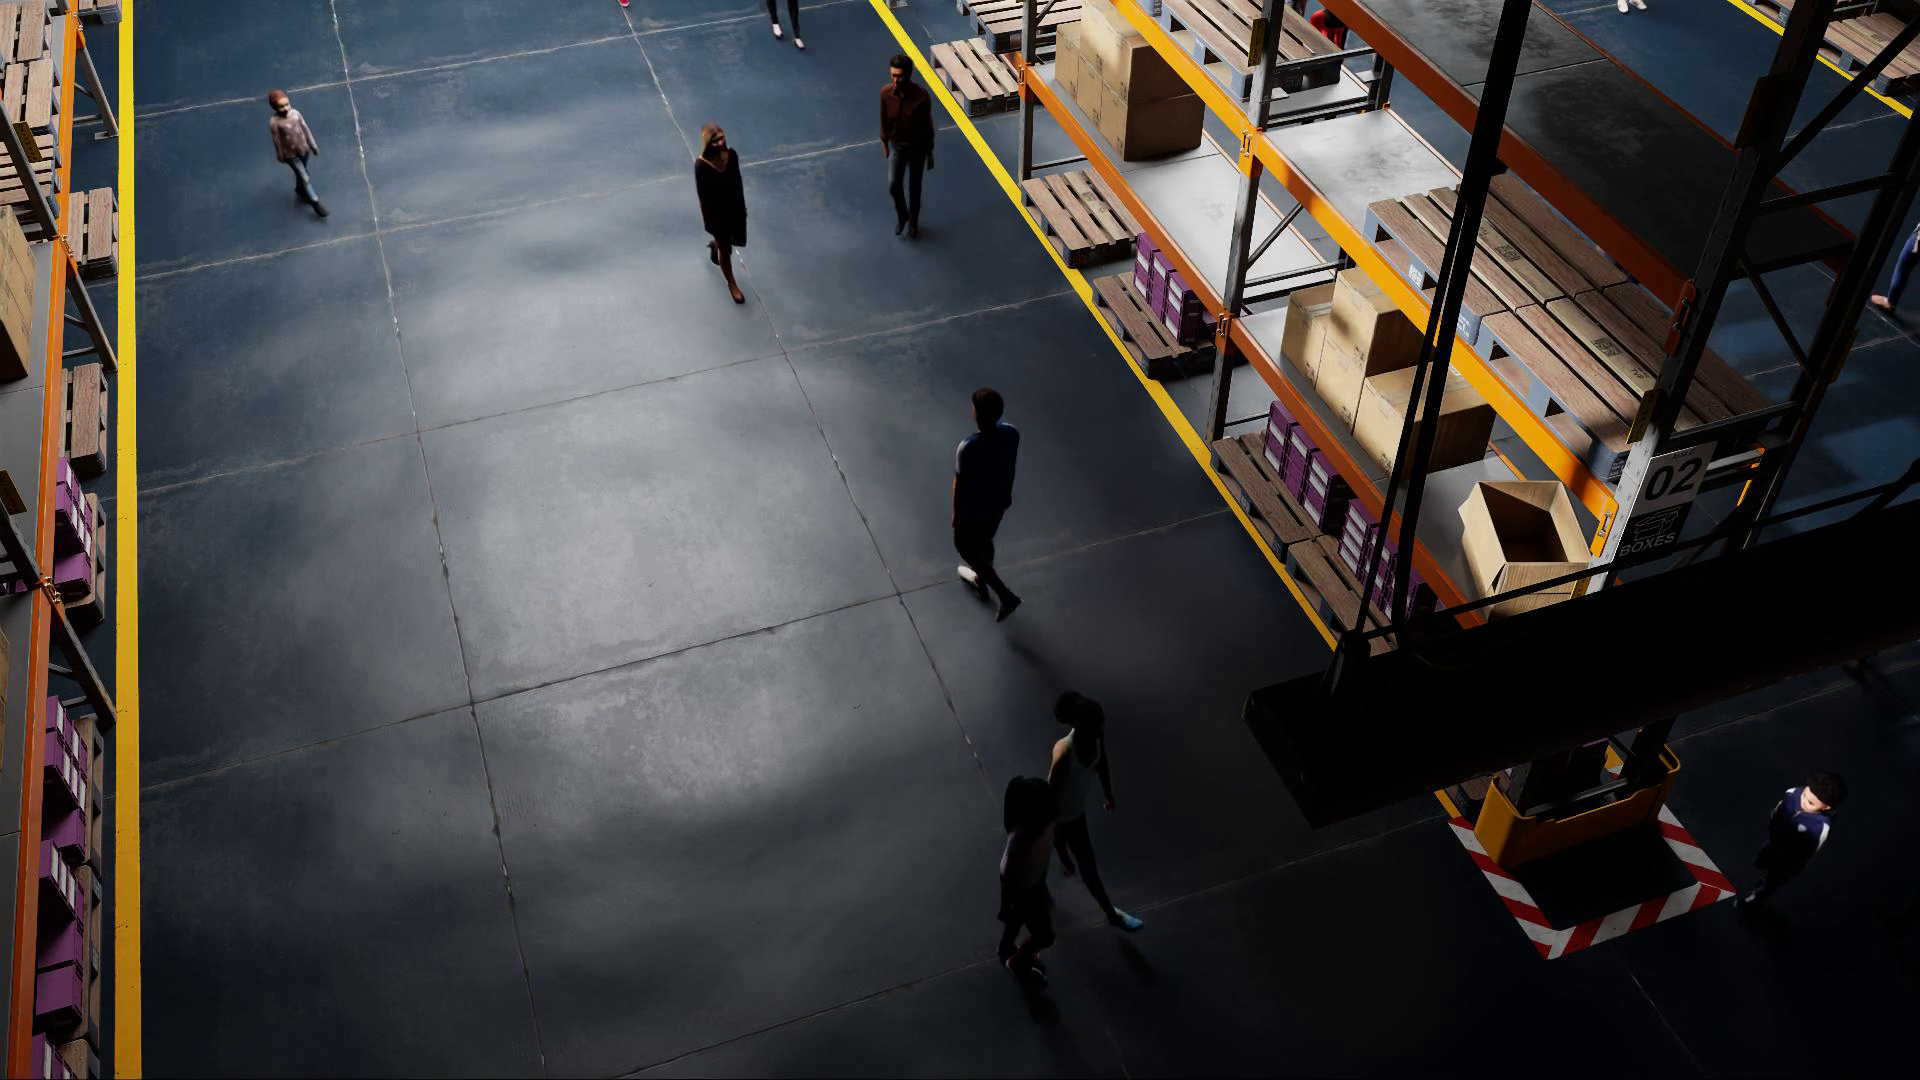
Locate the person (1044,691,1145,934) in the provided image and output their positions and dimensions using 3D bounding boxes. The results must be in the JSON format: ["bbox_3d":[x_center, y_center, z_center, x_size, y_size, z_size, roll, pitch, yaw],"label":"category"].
[{"bbox_3d":[0.545,1.465,9.441,1.213,1.715,1.059,25,49,24],"label":"person"}]

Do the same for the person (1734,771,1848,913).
[{"bbox_3d":[4.807,1.720,9.534,0.612,1.217,0.536,-8,44,-8],"label":"person"}]

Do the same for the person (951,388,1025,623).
[{"bbox_3d":[0.200,-0.198,11.089,0.887,1.849,1.088,-32,52,-29],"label":"person"}]

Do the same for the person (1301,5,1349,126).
[{"bbox_3d":[3.420,-4.468,15.684,0.600,1.693,0.534,-17,46,-17],"label":"person"}]

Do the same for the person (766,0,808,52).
[{"bbox_3d":[-1.939,-6.012,17.279,0.683,1.730,0.977,-18,47,-18],"label":"person"}]

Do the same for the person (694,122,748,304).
[{"bbox_3d":[-2.011,-2.773,13.926,0.716,1.663,0.886,-28,50,-26],"label":"person"}]

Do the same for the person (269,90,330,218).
[{"bbox_3d":[-6.057,-3.553,15.101,0.885,1.173,0.721,33,52,29],"label":"person"}]

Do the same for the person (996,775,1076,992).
[{"bbox_3d":[0.285,1.818,9.077,0.822,1.706,0.755,14,45,14],"label":"person"}]

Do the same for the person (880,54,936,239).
[{"bbox_3d":[-0.441,-3.486,14.603,0.759,1.763,0.762,4,44,4],"label":"person"}]

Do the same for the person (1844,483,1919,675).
[{"bbox_3d":[6.086,0.262,10.720,0.614,1.692,0.536,-15,46,-15],"label":"person"}]
